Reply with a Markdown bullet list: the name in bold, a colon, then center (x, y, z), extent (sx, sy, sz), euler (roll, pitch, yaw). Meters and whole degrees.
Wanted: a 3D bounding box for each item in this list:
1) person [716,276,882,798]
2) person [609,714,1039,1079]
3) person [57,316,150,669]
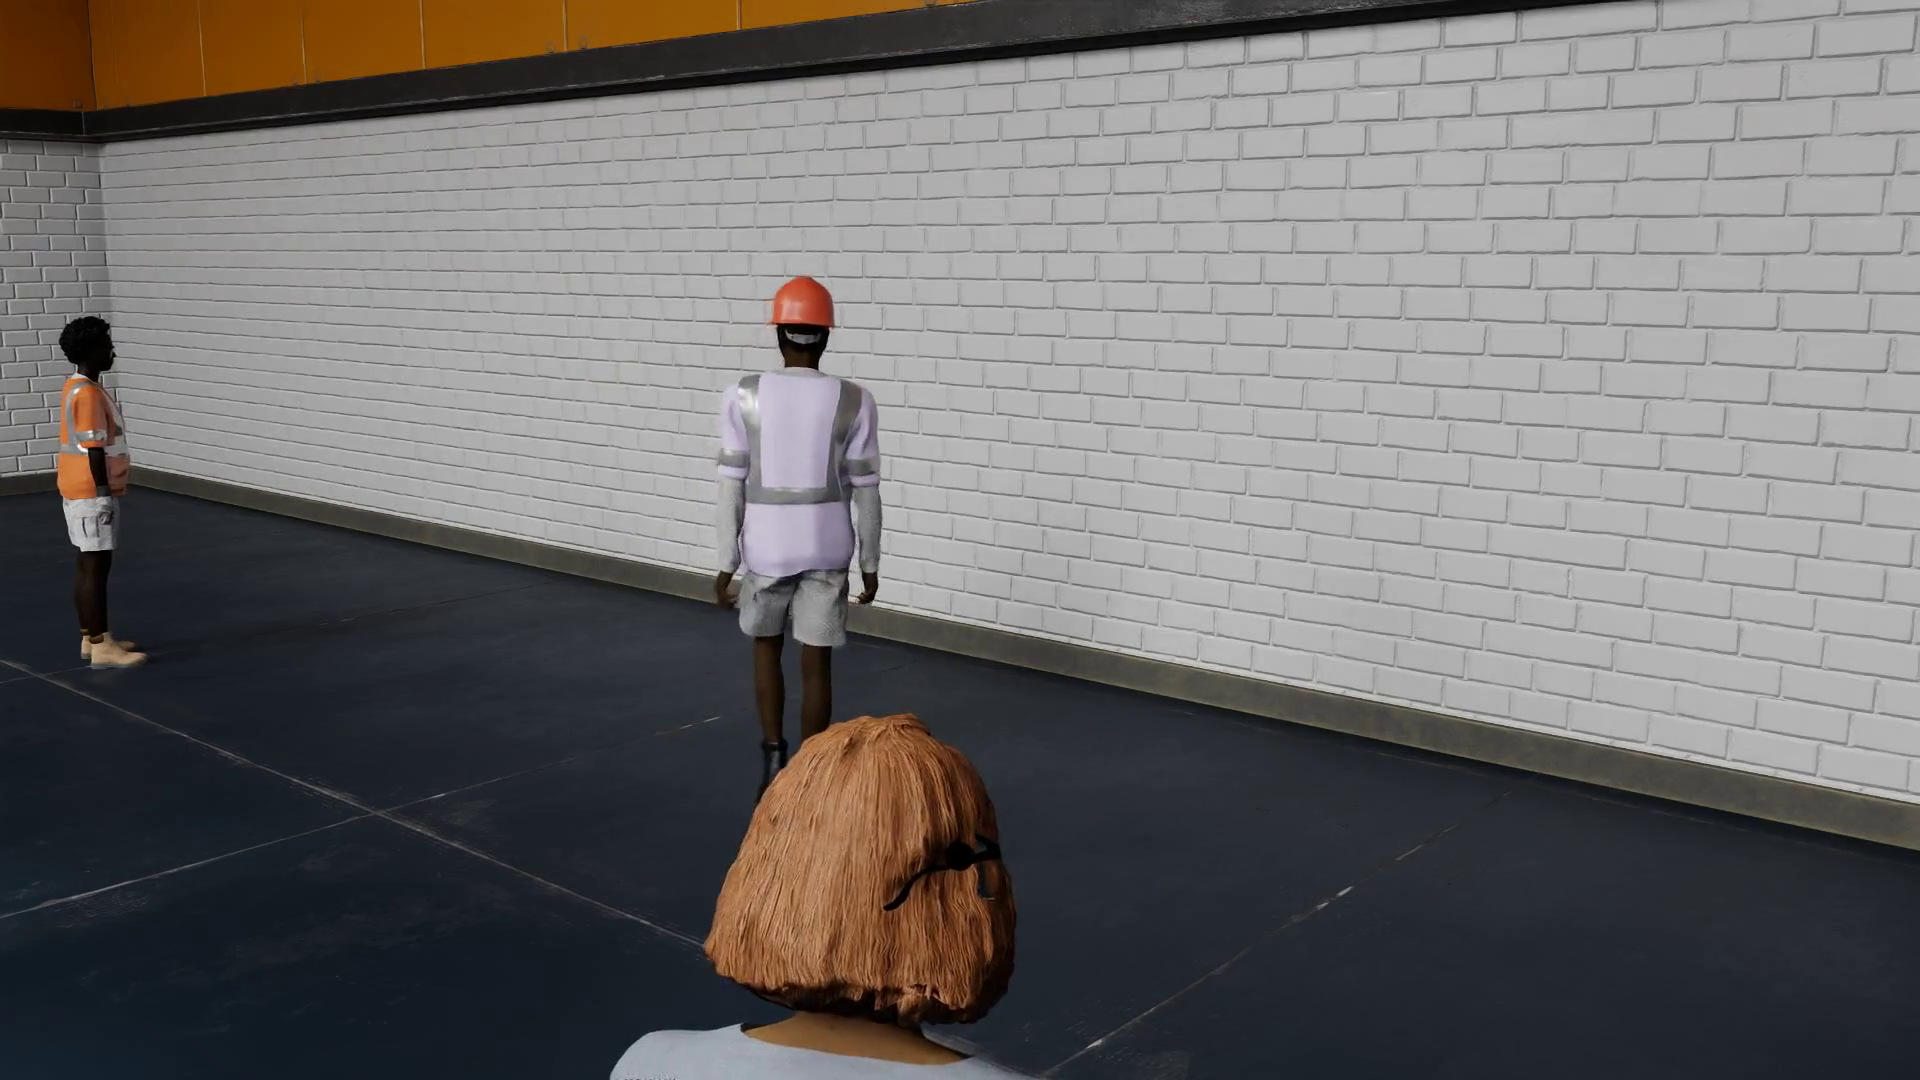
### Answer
- **person**: center (-0.566, 0.036, 5.908), extent (0.585, 1.921, 0.473), euler (0, 10, -2)
- **person**: center (-0.074, 0.957, 1.493), extent (0.500, 1.632, 0.286), euler (3, 10, 18)
- **person**: center (-4.190, -0.230, 8.064), extent (0.322, 1.696, 0.536), euler (-6, 12, -33)
